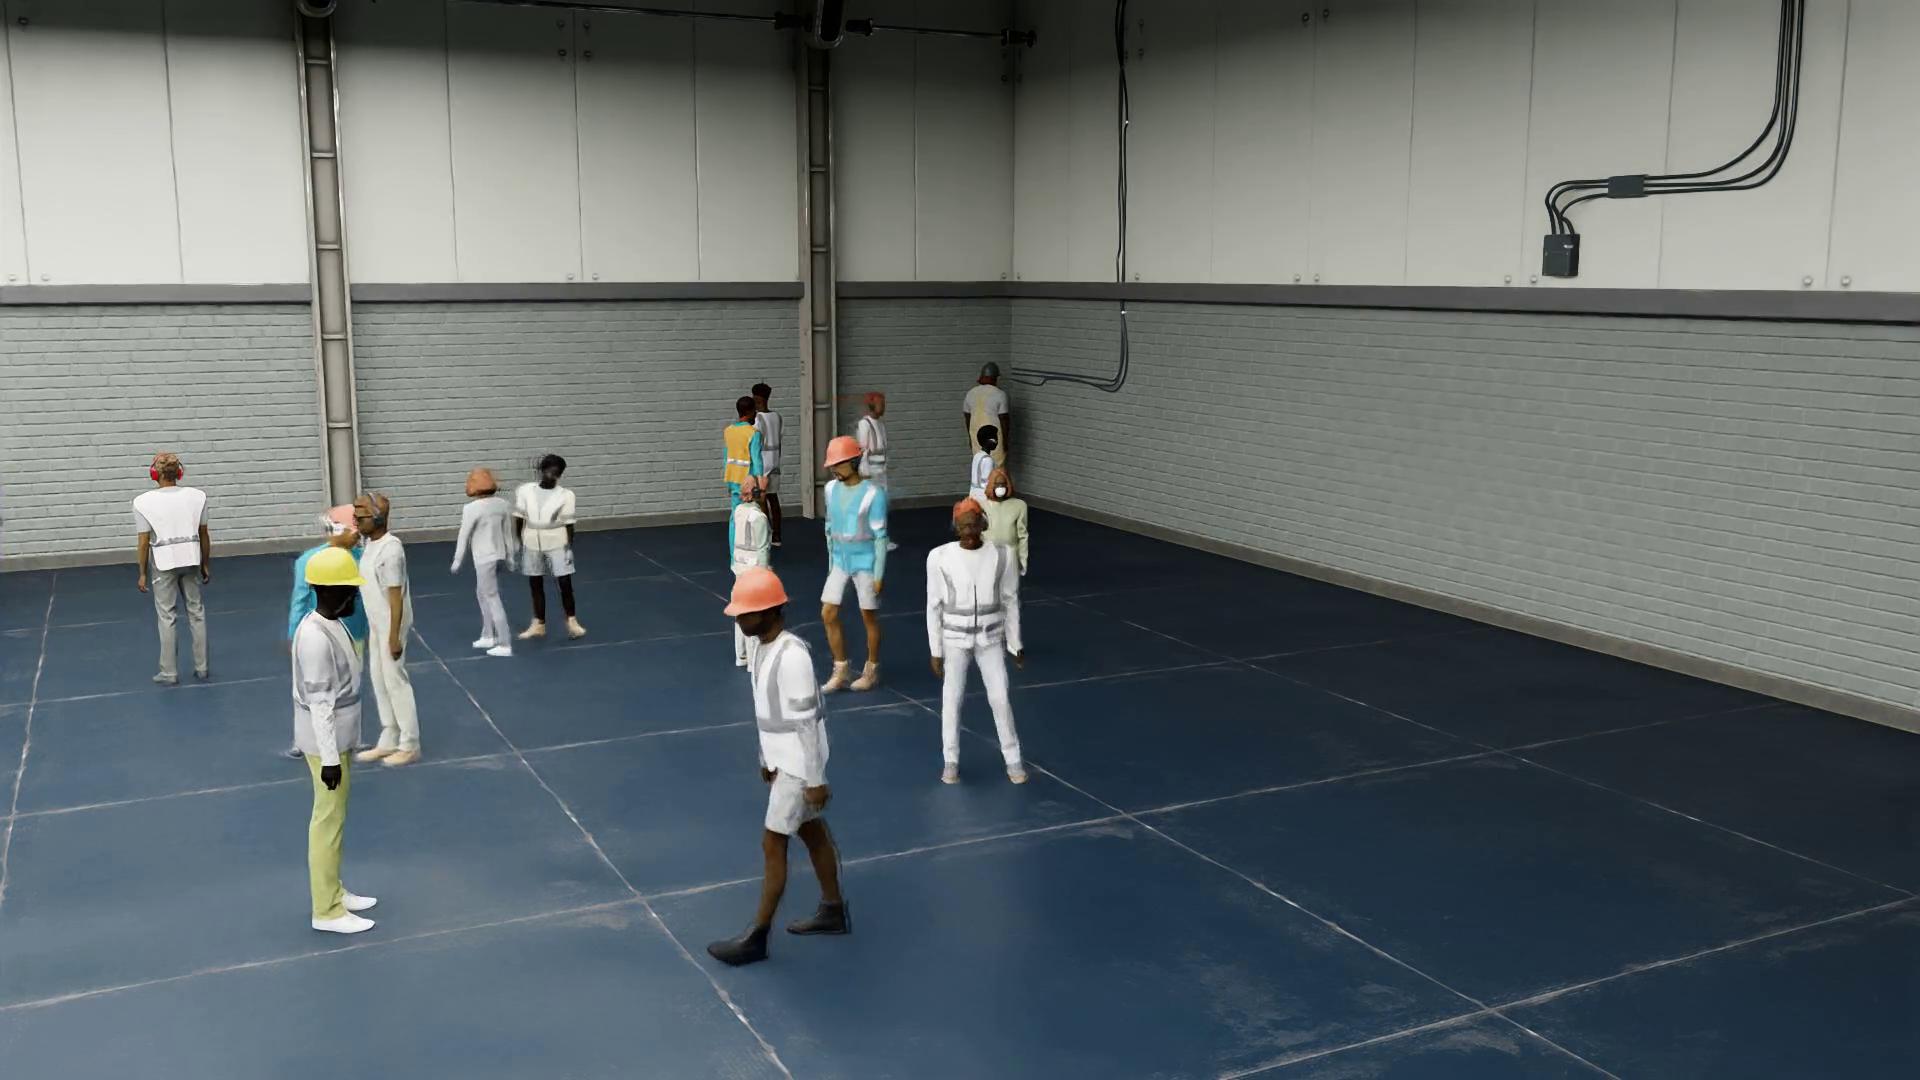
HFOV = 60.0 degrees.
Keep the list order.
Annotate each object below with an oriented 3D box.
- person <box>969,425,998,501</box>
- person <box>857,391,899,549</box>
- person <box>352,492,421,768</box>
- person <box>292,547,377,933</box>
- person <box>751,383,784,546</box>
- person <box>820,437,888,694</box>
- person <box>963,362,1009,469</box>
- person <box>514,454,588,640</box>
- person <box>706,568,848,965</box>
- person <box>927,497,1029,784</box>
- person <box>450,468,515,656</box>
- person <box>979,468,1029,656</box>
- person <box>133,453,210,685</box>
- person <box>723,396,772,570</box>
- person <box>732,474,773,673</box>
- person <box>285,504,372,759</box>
[{"bbox_3d":[0.258,-0.351,17.240,0.321,1.699,0.535,-2,9,-12],"label":"person"},{"bbox_3d":[-1.056,-0.817,19.591,0.623,1.870,0.590,4,10,23],"label":"person"},{"bbox_3d":[-3.826,0.591,11.034,0.364,1.836,0.525,-6,11,-34],"label":"person"},{"bbox_3d":[-3.113,0.985,8.308,0.383,1.924,0.594,-3,10,-16],"label":"person"},{"bbox_3d":[-2.320,-0.875,19.647,0.361,1.964,0.616,5,10,27],"label":"person"},{"bbox_3d":[-0.857,0.214,12.784,0.638,2.010,0.730,6,11,34],"label":"person"},{"bbox_3d":[0.418,-1.424,22.801,0.681,2.000,0.536,7,11,36],"label":"person"},{"bbox_3d":[-3.654,0.066,14.760,0.620,1.675,0.324,1,9,6],"label":"person"},{"bbox_3d":[-0.893,1.067,7.965,0.798,1.888,0.579,-4,10,-21],"label":"person"},{"bbox_3d":[0.114,0.649,10.644,0.682,1.865,0.386,-1,9,-9],"label":"person"},{"bbox_3d":[-4.094,0.187,14.184,0.632,1.606,0.497,4,10,22],"label":"person"},{"bbox_3d":[0.334,0.192,14.128,0.499,1.627,0.280,-2,9,-9],"label":"person"},{"bbox_3d":[-6.237,0.229,13.216,0.390,1.846,0.565,8,12,42],"label":"person"},{"bbox_3d":[-2.338,-0.602,18.157,0.428,1.916,0.595,-9,13,-44],"label":"person"},{"bbox_3d":[-1.696,0.275,13.593,0.314,1.633,0.523,-5,11,-30],"label":"person"},{"bbox_3d":[-4.240,0.623,11.228,0.683,1.717,0.324,-9,13,-44],"label":"person"}]
